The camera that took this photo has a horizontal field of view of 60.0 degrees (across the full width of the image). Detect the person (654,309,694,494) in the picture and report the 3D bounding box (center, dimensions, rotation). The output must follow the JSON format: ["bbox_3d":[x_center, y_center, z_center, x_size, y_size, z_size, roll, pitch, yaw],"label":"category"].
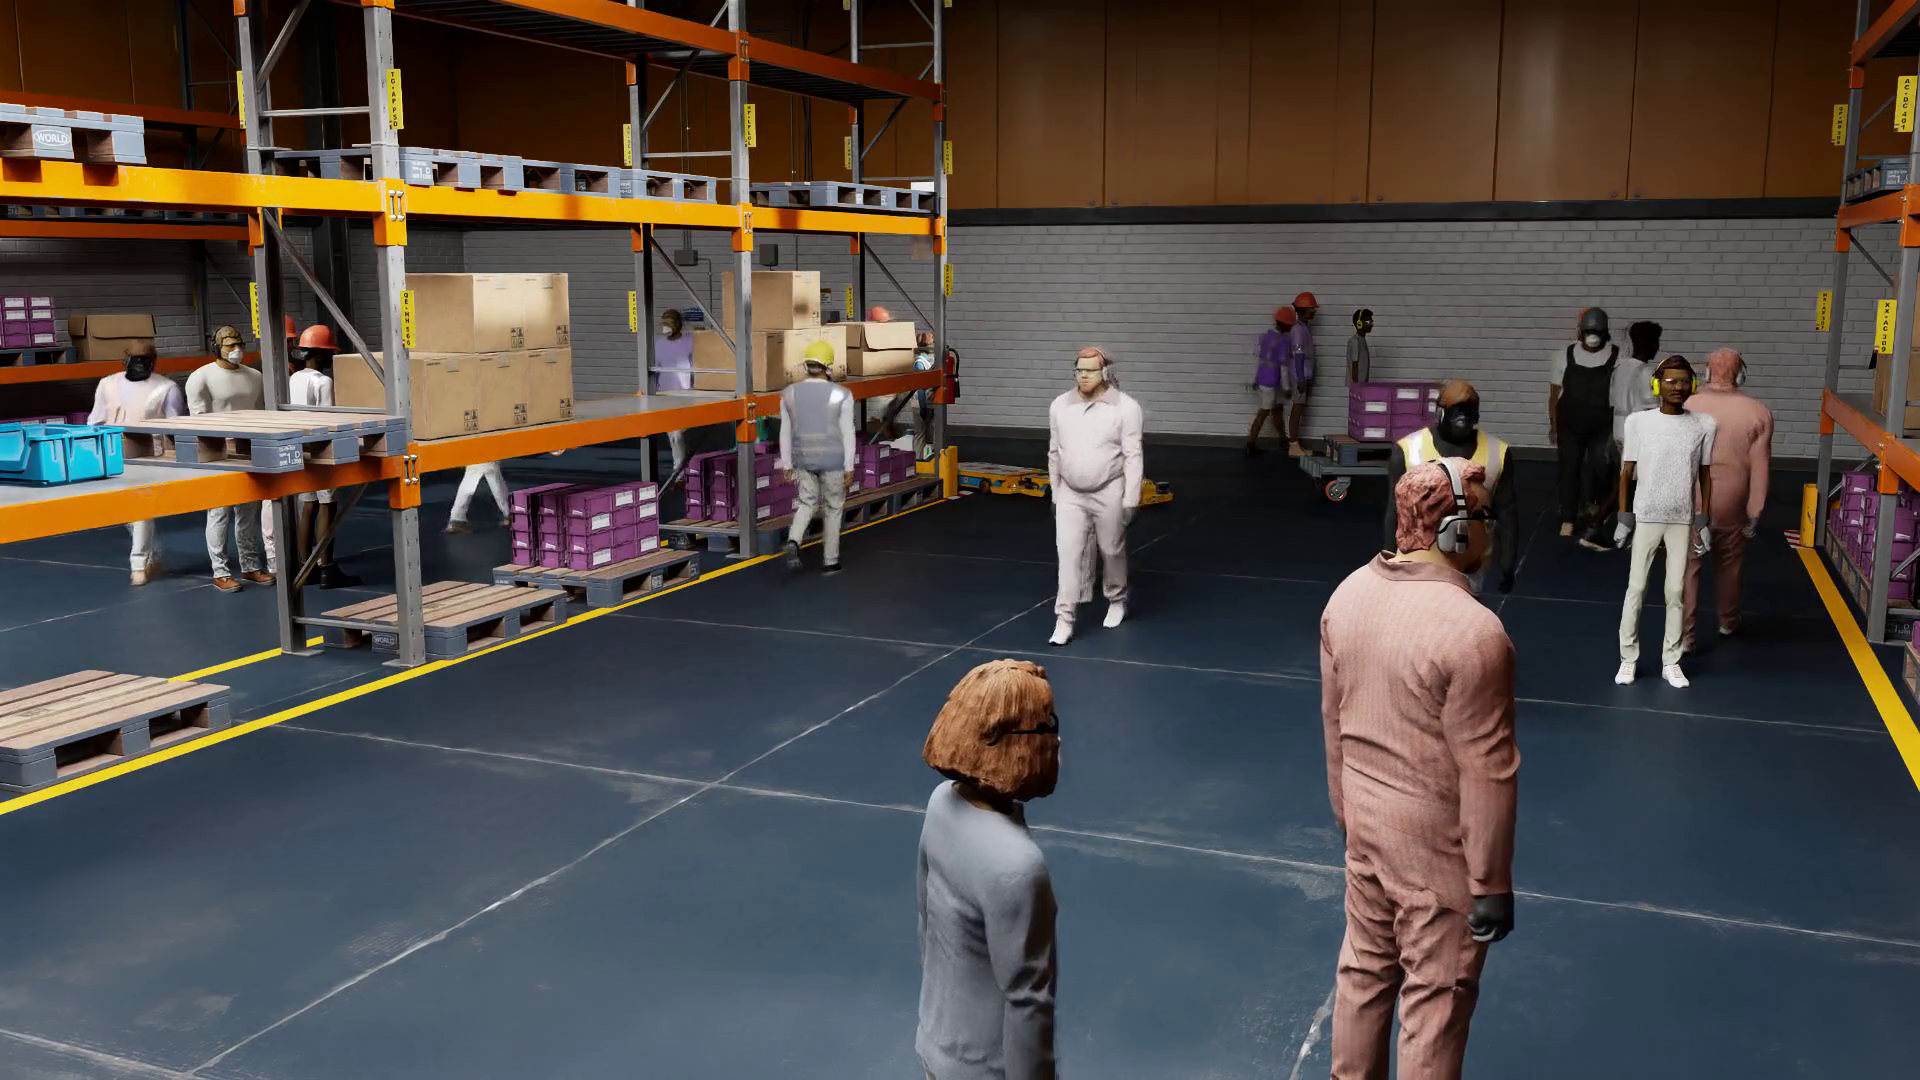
[{"bbox_3d":[-3.010,-1.427,17.281,0.647,1.912,0.770,4,10,24],"label":"person"}]

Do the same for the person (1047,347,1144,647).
[{"bbox_3d":[0.861,-0.300,10.623,0.661,1.862,0.985,4,10,22],"label":"person"}]

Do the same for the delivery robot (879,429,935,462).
[{"bbox_3d":[-0.549,-0.982,18.401,0.707,0.478,0.477,6,11,32],"label":"delivery robot"}]

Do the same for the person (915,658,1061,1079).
[{"bbox_3d":[0.059,1.030,3.229,0.274,1.632,0.503,-3,10,-19],"label":"person"}]

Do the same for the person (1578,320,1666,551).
[{"bbox_3d":[5.576,-0.842,13.775,0.910,1.939,0.616,0,9,-1],"label":"person"}]

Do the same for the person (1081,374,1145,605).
[{"bbox_3d":[1.032,-0.351,11.666,0.520,1.613,0.707,0,9,-1],"label":"person"}]

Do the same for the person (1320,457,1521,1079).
[{"bbox_3d":[1.169,0.742,4.154,0.409,1.907,0.651,-4,10,-21],"label":"person"}]

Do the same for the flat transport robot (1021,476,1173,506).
[{"bbox_3d":[1.367,-0.522,16.754,1.431,0.197,0.652,8,13,41],"label":"flat transport robot"}]

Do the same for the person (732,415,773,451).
[{"bbox_3d":[-2.195,-1.319,17.173,0.526,1.737,0.741,7,12,38],"label":"person"}]

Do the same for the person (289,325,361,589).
[{"bbox_3d":[-4.701,-0.610,12.257,0.551,1.933,0.369,7,12,38],"label":"person"}]

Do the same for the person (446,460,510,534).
[{"bbox_3d":[-4.266,-0.987,14.872,0.572,1.839,1.002,8,12,39],"label":"person"}]

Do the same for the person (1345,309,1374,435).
[{"bbox_3d":[4.658,-1.755,19.395,0.313,1.869,0.538,3,10,18],"label":"person"}]

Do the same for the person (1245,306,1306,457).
[{"bbox_3d":[3.926,-1.949,20.572,0.822,1.869,0.620,0,9,-3],"label":"person"}]

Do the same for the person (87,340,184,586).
[{"bbox_3d":[-6.179,-0.582,12.451,0.721,1.816,0.579,0,9,1],"label":"person"}]

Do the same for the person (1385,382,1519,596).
[{"bbox_3d":[2.517,0.075,8.566,0.643,1.798,0.967,1,9,3],"label":"person"}]

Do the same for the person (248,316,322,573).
[{"bbox_3d":[-5.225,-0.749,12.915,0.382,1.993,0.622,9,13,42],"label":"person"}]

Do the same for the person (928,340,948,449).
[{"bbox_3d":[-0.356,-1.546,18.930,0.701,1.604,0.526,-4,10,-25],"label":"person"}]

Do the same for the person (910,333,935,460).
[{"bbox_3d":[-0.395,-1.439,18.173,0.309,1.641,0.513,1,9,4],"label":"person"}]

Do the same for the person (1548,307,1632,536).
[{"bbox_3d":[5.509,-1.047,14.589,0.693,2.000,0.637,5,10,27],"label":"person"}]

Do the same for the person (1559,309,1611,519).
[{"bbox_3d":[5.863,-1.166,15.510,0.603,1.965,0.692,-1,9,-5],"label":"person"}]

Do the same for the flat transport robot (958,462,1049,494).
[{"bbox_3d":[0.261,-0.671,17.660,0.652,0.197,1.431,-9,13,-44],"label":"flat transport robot"}]

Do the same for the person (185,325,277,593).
[{"bbox_3d":[-5.309,-0.597,12.170,0.372,1.940,0.632,5,11,27],"label":"person"}]

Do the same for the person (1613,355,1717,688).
[{"bbox_3d":[3.963,-0.101,9.359,0.521,1.876,0.325,2,10,14],"label":"person"}]

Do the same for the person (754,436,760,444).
[{"bbox_3d":[-2.269,-1.536,18.046,0.432,1.871,0.614,-5,10,-26],"label":"person"}]

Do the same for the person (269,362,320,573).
[{"bbox_3d":[-5.201,-0.568,12.905,0.499,1.636,0.286,-4,10,-22],"label":"person"}]

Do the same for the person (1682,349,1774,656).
[{"bbox_3d":[4.660,-0.247,10.303,0.643,1.857,0.988,5,11,28],"label":"person"}]

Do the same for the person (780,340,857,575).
[{"bbox_3d":[-1.077,-0.597,12.551,0.598,1.815,0.630,3,10,17],"label":"person"}]

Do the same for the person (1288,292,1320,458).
[{"bbox_3d":[4.228,-2.028,20.527,0.373,2.044,0.606,2,10,13],"label":"person"}]

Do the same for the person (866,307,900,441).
[{"bbox_3d":[-0.856,-1.701,18.949,0.459,1.903,0.556,1,9,5],"label":"person"}]
